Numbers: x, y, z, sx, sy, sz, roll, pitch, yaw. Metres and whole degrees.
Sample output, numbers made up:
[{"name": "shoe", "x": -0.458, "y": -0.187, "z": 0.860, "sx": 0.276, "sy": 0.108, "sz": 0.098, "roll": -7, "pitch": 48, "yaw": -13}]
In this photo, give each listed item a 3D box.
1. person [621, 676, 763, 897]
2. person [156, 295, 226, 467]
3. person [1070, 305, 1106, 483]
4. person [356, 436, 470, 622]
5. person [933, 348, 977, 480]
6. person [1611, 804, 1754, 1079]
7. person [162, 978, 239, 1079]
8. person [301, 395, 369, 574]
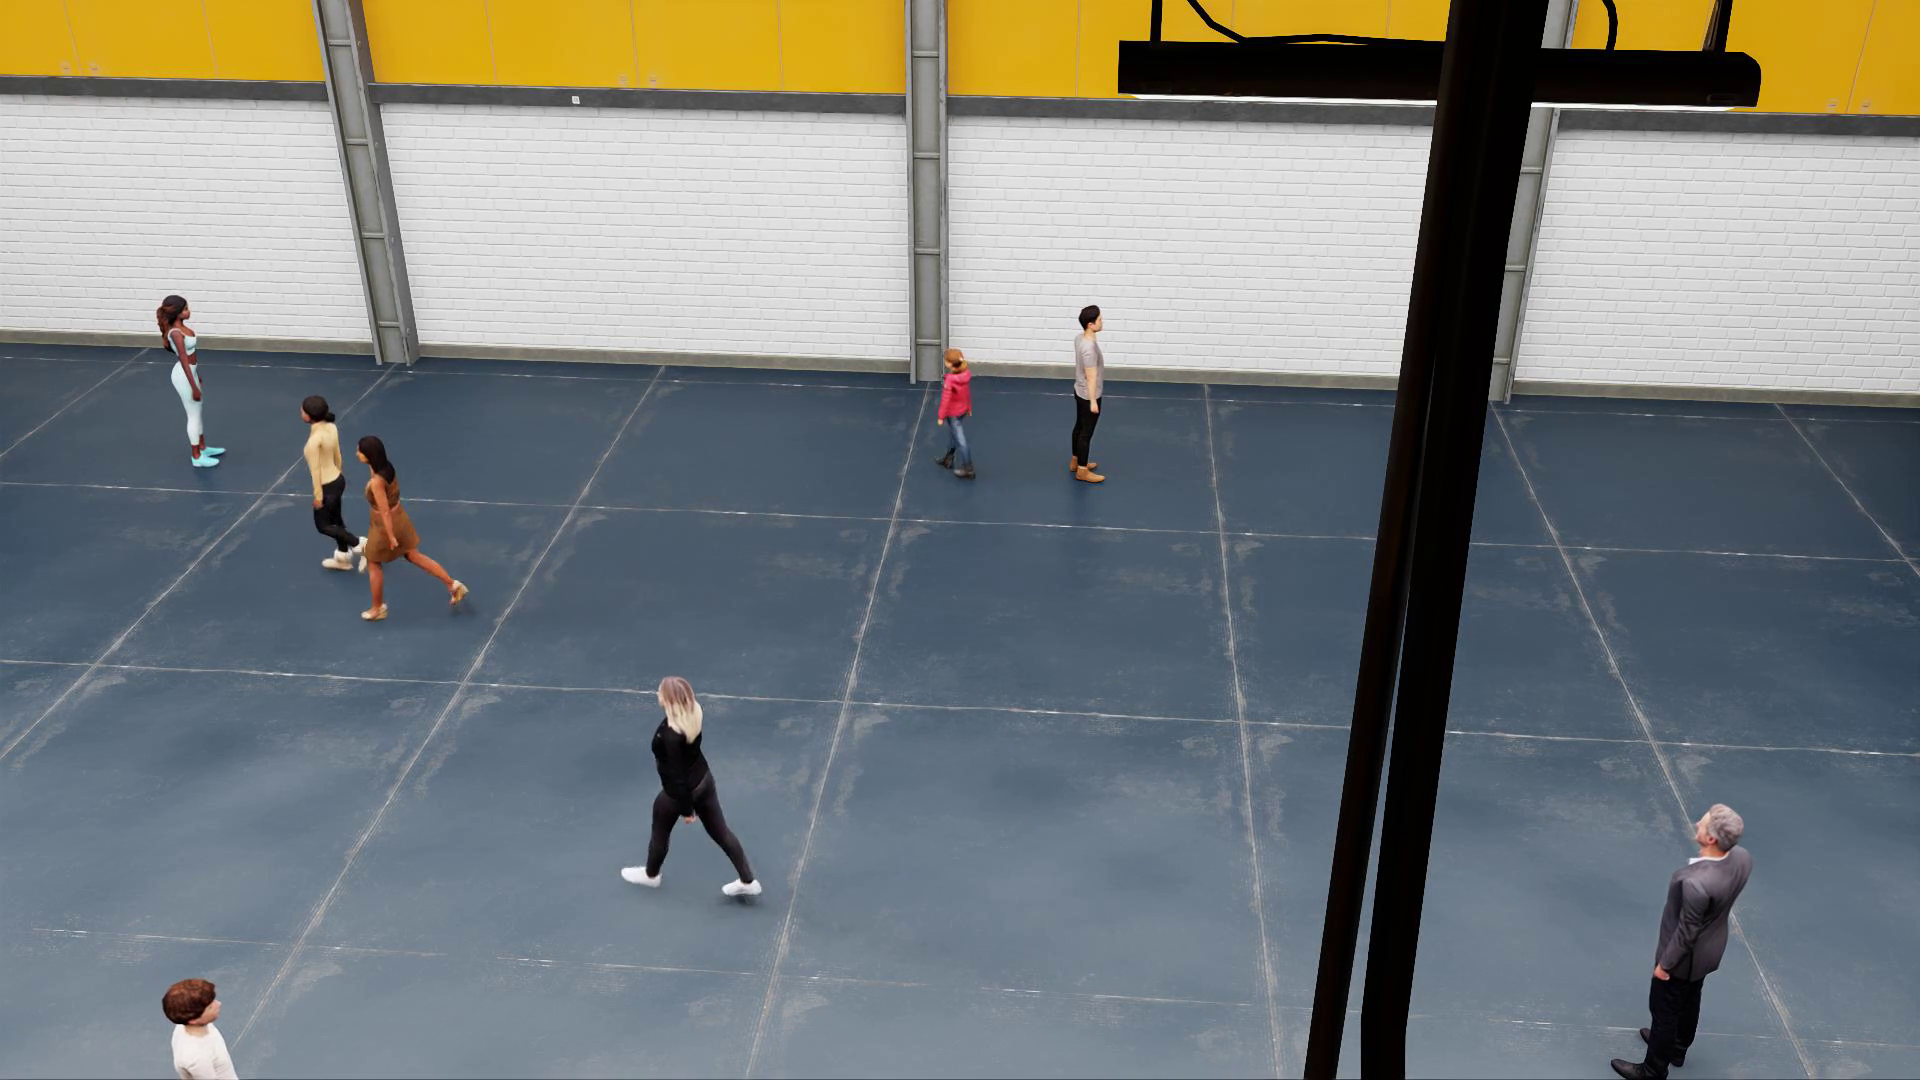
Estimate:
[{"name": "person", "x": -1.604, "y": 1.582, "z": 10.366, "sx": 1.217, "sy": 1.639, "sz": 0.797, "roll": 9, "pitch": 30, "yaw": 15}, {"name": "person", "x": -7.431, "y": -1.537, "z": 15.994, "sx": 0.662, "sy": 1.724, "sz": 0.647, "roll": -10, "pitch": 30, "yaw": -18}, {"name": "person", "x": 1.202, "y": -1.408, "z": 15.757, "sx": 0.582, "sy": 1.724, "sz": 0.637, "roll": -2, "pitch": 29, "yaw": -4}, {"name": "person", "x": -4.491, "y": -0.081, "z": 13.401, "sx": 1.128, "sy": 1.650, "sz": 0.667, "roll": -2, "pitch": 29, "yaw": -3}, {"name": "person", "x": 0.033, "y": -1.187, "z": 15.797, "sx": 0.834, "sy": 1.298, "sz": 0.713, "roll": 17, "pitch": 33, "yaw": 28}, {"name": "person", "x": 3.957, "y": 2.194, "z": 9.032, "sx": 0.803, "sy": 1.842, "sz": 0.850, "roll": -24, "pitch": 37, "yaw": -37}, {"name": "person", "x": -3.624, "y": 2.799, "z": 8.118, "sx": 0.688, "sy": 1.654, "sz": 0.657, "roll": -14, "pitch": 31, "yaw": -23}, {"name": "person", "x": -5.267, "y": -0.440, "z": 14.063, "sx": 0.790, "sy": 1.648, "sz": 0.591, "roll": 3, "pitch": 29, "yaw": 5}]
